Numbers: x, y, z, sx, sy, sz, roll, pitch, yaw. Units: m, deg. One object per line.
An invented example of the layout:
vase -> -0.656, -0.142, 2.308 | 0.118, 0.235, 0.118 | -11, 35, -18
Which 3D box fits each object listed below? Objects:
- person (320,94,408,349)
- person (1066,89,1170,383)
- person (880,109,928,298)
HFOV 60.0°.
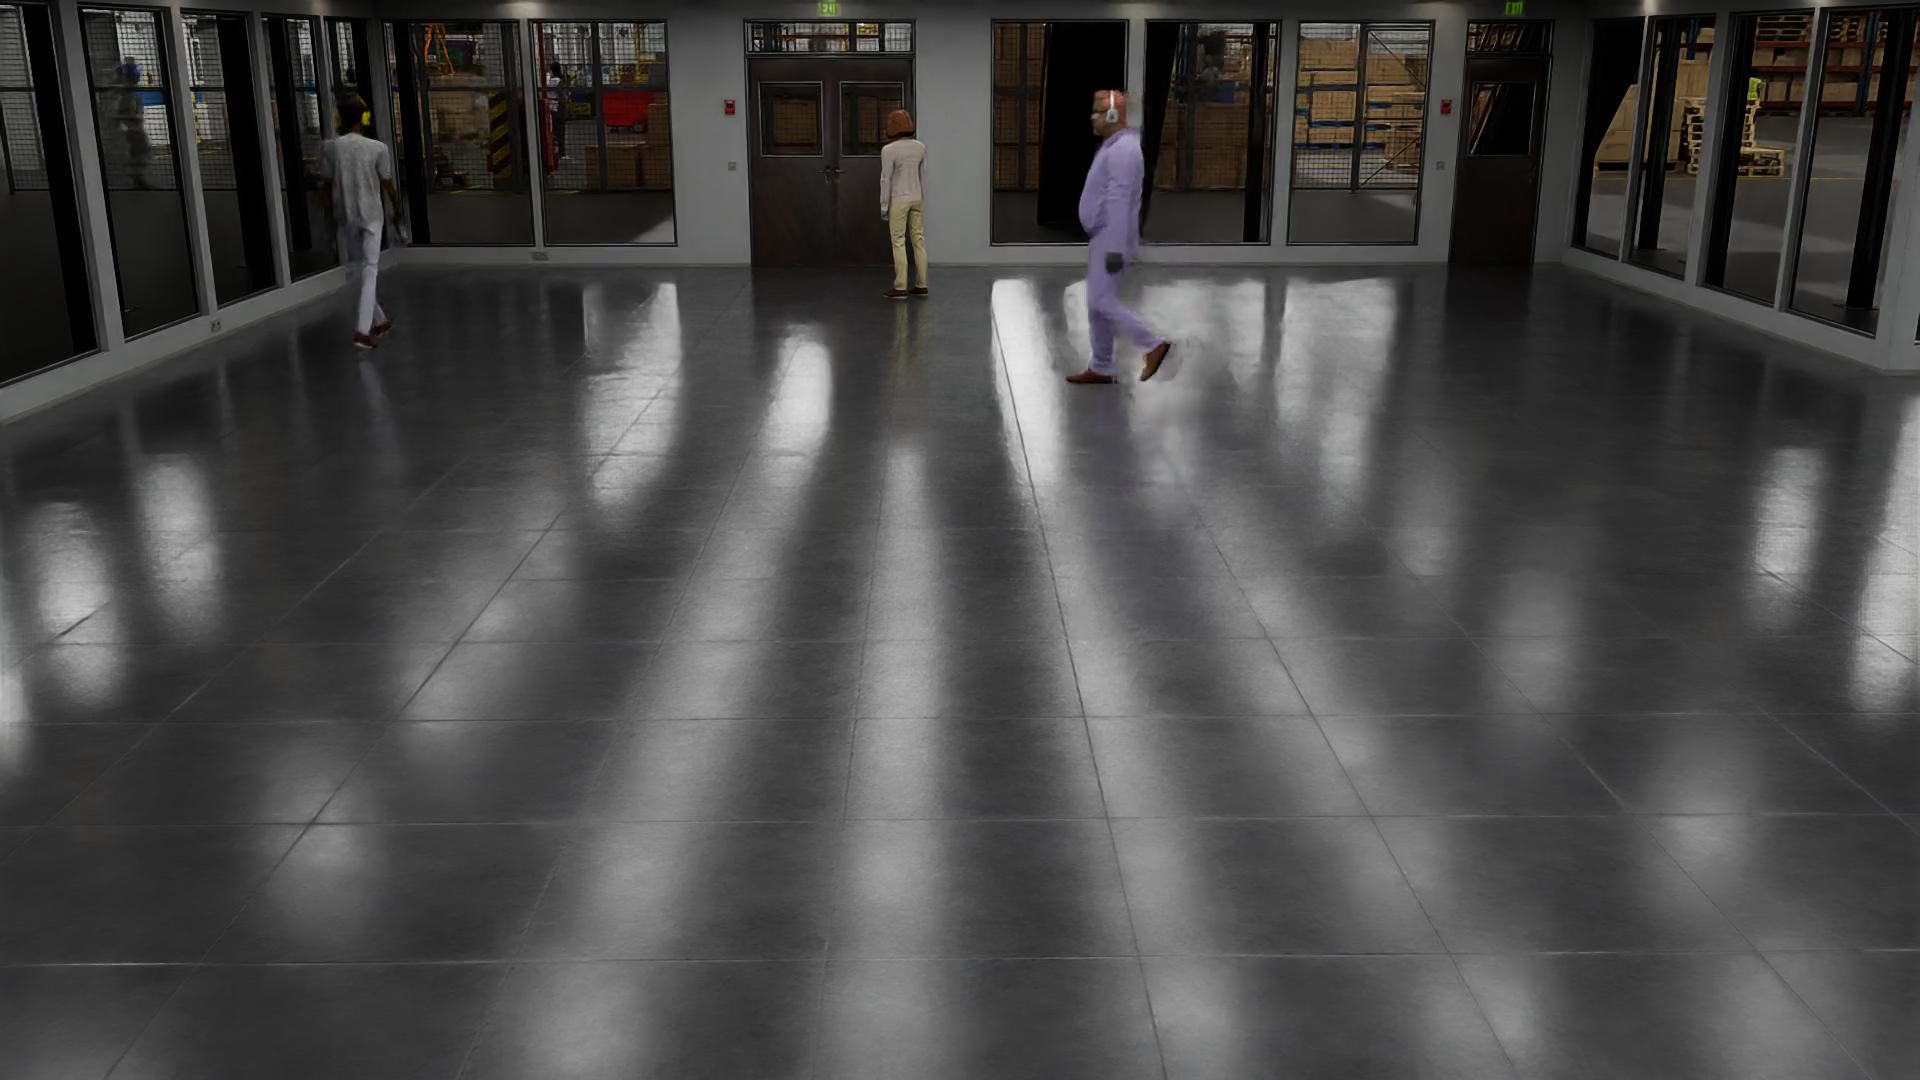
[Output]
person -> -4.385, -2.338, 12.233 | 0.555, 1.823, 0.994 | 0, 16, 1
person -> 1.013, -1.908, 10.630 | 0.551, 1.887, 0.660 | -1, 16, -2
person -> -0.497, -2.950, 14.640 | 0.499, 1.628, 0.281 | -15, 22, -41
